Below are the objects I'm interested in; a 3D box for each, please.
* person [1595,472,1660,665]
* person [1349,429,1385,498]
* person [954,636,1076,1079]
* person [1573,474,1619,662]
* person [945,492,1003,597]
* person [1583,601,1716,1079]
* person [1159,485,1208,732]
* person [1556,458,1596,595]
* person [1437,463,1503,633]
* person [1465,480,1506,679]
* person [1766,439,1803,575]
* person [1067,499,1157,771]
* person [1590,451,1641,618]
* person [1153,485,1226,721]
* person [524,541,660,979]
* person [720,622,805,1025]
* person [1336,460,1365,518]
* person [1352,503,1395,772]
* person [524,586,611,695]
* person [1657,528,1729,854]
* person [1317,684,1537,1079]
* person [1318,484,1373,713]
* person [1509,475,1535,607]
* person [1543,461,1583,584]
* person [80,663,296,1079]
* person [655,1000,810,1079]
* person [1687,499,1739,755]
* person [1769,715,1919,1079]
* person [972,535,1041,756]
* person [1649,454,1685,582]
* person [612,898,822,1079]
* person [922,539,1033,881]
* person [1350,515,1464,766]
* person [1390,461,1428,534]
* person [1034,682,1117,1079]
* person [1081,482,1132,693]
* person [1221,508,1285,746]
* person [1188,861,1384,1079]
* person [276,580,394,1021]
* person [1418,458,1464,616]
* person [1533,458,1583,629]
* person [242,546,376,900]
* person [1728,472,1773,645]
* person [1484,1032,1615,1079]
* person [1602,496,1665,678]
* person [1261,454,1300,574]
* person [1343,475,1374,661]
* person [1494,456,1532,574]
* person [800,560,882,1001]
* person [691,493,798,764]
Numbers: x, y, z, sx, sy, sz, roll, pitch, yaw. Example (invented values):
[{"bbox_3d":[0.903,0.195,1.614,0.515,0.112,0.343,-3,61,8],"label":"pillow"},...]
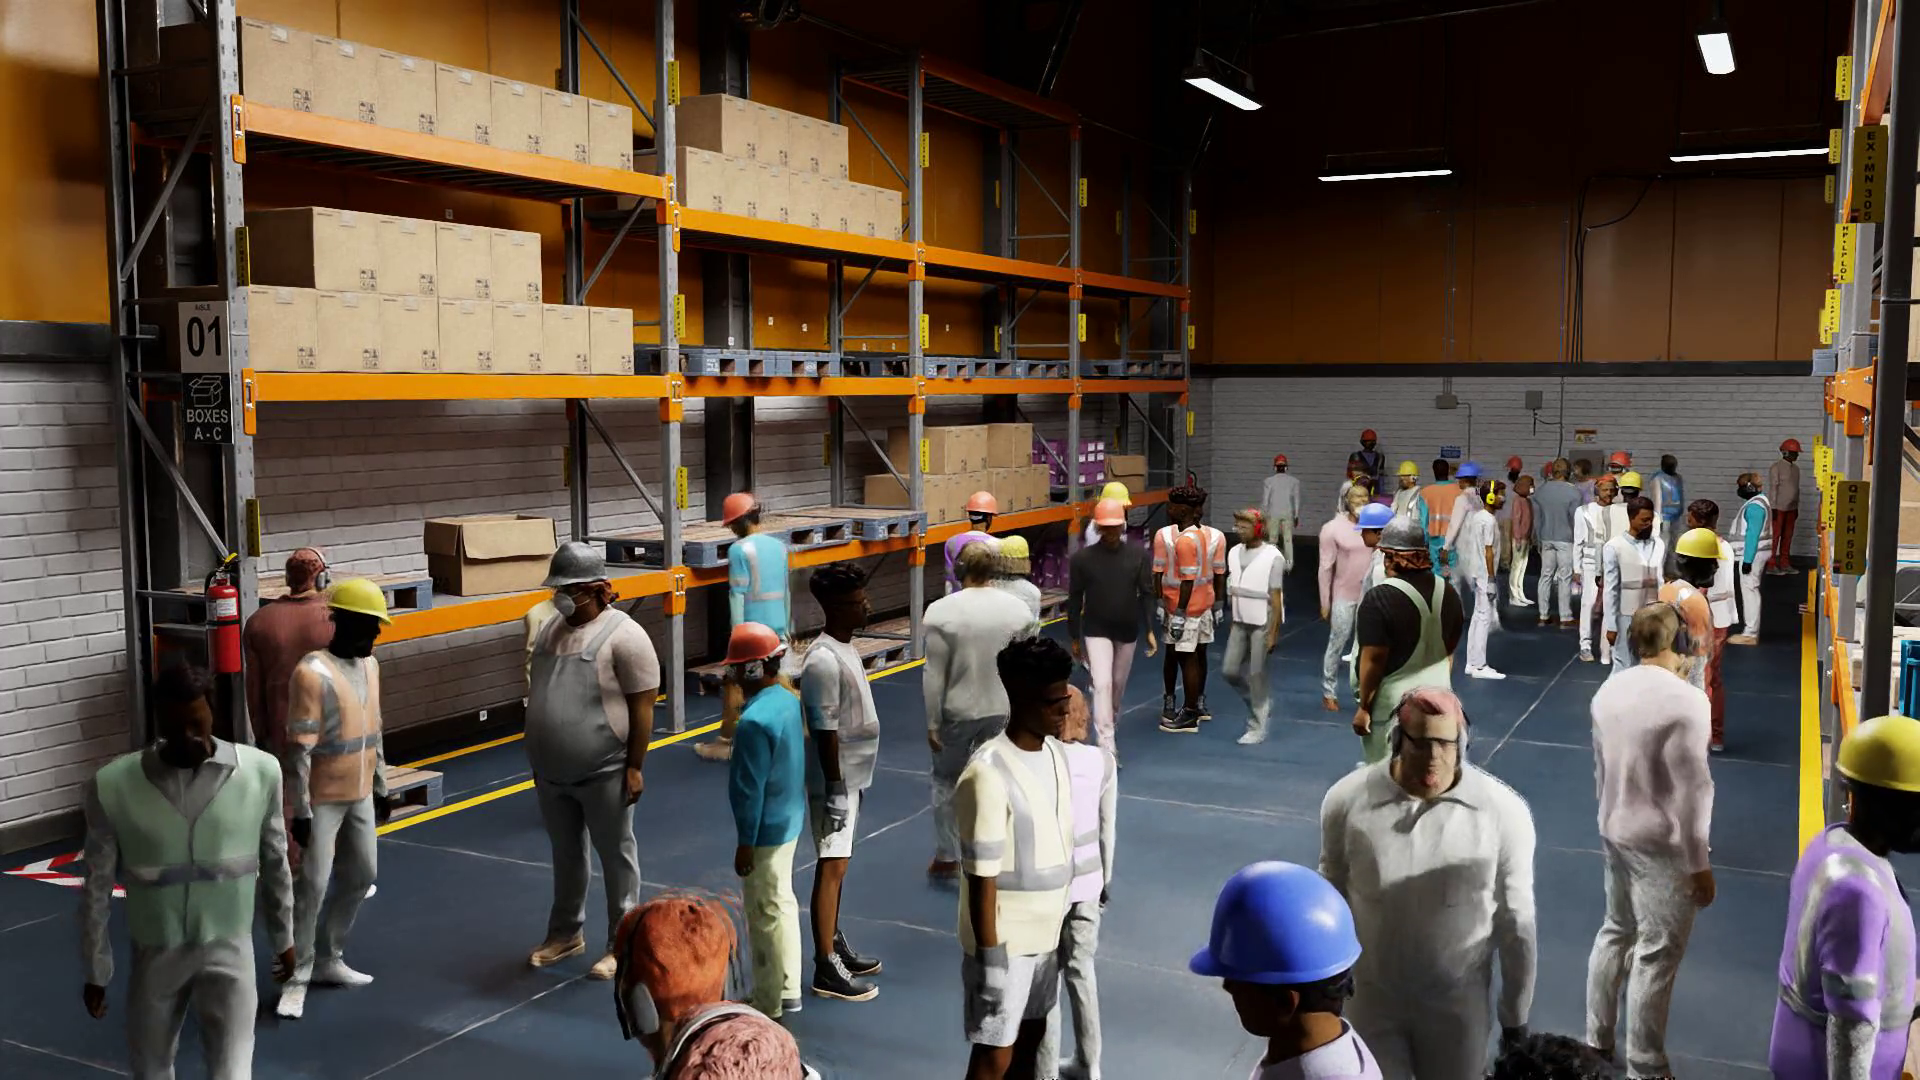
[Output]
[{"bbox_3d":[6.510,0.290,16.250,0.590,1.914,0.400,3,6,28],"label":"person"},{"bbox_3d":[6.607,-0.774,26.972,0.611,2.048,0.364,-1,5,-10],"label":"person"},{"bbox_3d":[0.196,1.275,5.440,0.401,1.954,0.607,3,6,30],"label":"person"},{"bbox_3d":[6.393,0.280,16.543,0.576,1.880,0.350,1,5,9],"label":"person"},{"bbox_3d":[0.150,0.582,13.072,0.550,1.923,0.391,2,6,25],"label":"person"},{"bbox_3d":[2.683,1.208,6.506,0.378,1.899,0.738,-1,5,-9],"label":"person"},{"bbox_3d":[1.785,0.542,13.245,0.367,1.966,0.606,1,5,13],"label":"person"},{"bbox_3d":[8.305,-0.176,21.899,0.915,1.809,0.536,-1,5,-13],"label":"person"},{"bbox_3d":[5.639,0.086,18.558,1.000,1.892,0.608,4,7,36],"label":"person"},{"bbox_3d":[4.959,0.368,15.653,0.310,1.864,0.532,0,5,4],"label":"person"},{"bbox_3d":[11.982,-0.478,24.127,0.612,1.986,0.407,-3,6,-29],"label":"person"},{"bbox_3d":[1.105,0.667,12.079,0.609,1.943,1.014,-1,5,-9],"label":"person"},{"bbox_3d":[7.686,-0.046,19.491,0.410,1.984,0.617,-5,7,-43],"label":"person"},{"bbox_3d":[1.876,0.522,13.587,0.606,1.949,0.413,0,5,0],"label":"person"},{"bbox_3d":[-1.769,1.015,7.752,0.684,2.000,0.535,3,6,30],"label":"person"},{"bbox_3d":[-0.858,1.220,7.175,0.355,1.737,0.576,1,5,11],"label":"person"},{"bbox_3d":[5.011,-0.124,21.296,0.402,1.806,0.755,2,6,25],"label":"person"},{"bbox_3d":[2.926,0.711,11.583,0.414,1.939,0.604,2,6,18],"label":"person"},{"bbox_3d":[-2.392,0.931,10.276,0.573,1.739,0.355,-3,6,-28],"label":"person"},{"bbox_3d":[4.301,0.885,9.845,0.409,1.917,0.585,1,5,7],"label":"person"},{"bbox_3d":[1.408,1.347,5.070,0.656,1.882,0.743,2,6,21],"label":"person"},{"bbox_3d":[3.310,0.493,13.957,0.635,1.940,0.358,-1,5,-11],"label":"person"},{"bbox_3d":[7.026,0.007,20.765,0.285,1.633,0.499,4,6,35],"label":"person"},{"bbox_3d":[8.302,-0.231,22.891,0.589,1.716,0.703,-2,6,-19],"label":"person"},{"bbox_3d":[-2.514,1.309,5.446,0.636,1.885,0.873,-3,6,-29],"label":"person"},{"bbox_3d":[-0.321,1.593,2.344,0.652,1.894,0.401,-4,7,-36],"label":"person"},{"bbox_3d":[5.577,0.650,12.419,0.410,1.908,0.598,5,7,42],"label":"person"},{"bbox_3d":[2.345,1.400,4.352,0.407,1.921,0.592,3,6,27],"label":"person"},{"bbox_3d":[0.318,0.819,11.664,0.499,1.713,0.845,2,6,25],"label":"person"},{"bbox_3d":[9.913,-0.305,23.273,0.699,1.803,0.434,-3,6,-33],"label":"person"},{"bbox_3d":[-0.466,1.565,2.844,0.543,1.860,0.800,5,7,42],"label":"person"},{"bbox_3d":[0.074,0.953,9.057,0.630,1.916,0.716,-1,5,-15],"label":"person"},{"bbox_3d":[2.434,0.870,9.319,0.681,2.000,0.538,-3,6,-31],"label":"person"},{"bbox_3d":[5.442,-0.046,20.276,0.404,1.831,0.600,-2,6,-25],"label":"person"},{"bbox_3d":[0.366,1.348,6.370,0.525,1.634,0.352,-4,7,-36],"label":"person"},{"bbox_3d":[1.323,0.433,14.743,0.481,1.903,0.648,4,6,35],"label":"person"},{"bbox_3d":[2.244,0.661,12.706,0.447,1.820,0.574,-4,6,-35],"label":"person"},{"bbox_3d":[0.594,1.514,2.910,0.402,1.941,0.602,0,5,4],"label":"person"},{"bbox_3d":[-2.813,1.128,7.417,0.402,1.876,0.772,2,6,19],"label":"person"},{"bbox_3d":[5.754,-0.019,19.703,0.625,1.885,0.630,1,5,9],"label":"person"},{"bbox_3d":[6.780,0.037,18.823,0.372,1.940,0.631,-4,7,-37],"label":"person"},{"bbox_3d":[-3.412,0.986,8.784,0.643,1.910,0.400,0,5,0],"label":"person"},{"bbox_3d":[8.405,0.198,17.701,0.431,1.834,0.632,3,6,26],"label":"person"},{"bbox_3d":[0.965,1.657,2.790,0.535,1.679,0.372,5,7,41],"label":"person"},{"bbox_3d":[5.195,0.608,12.864,0.603,1.904,0.386,-3,6,-27],"label":"person"},{"bbox_3d":[4.654,-0.369,24.184,0.585,1.749,0.342,-1,5,-6],"label":"person"},{"bbox_3d":[3.996,0.287,16.530,0.521,1.865,0.319,-4,7,-36],"label":"person"},{"bbox_3d":[8.079,-0.379,24.458,0.566,1.726,0.761,-1,5,-10],"label":"person"},{"bbox_3d":[-0.544,1.071,7.549,0.367,1.966,0.606,0,5,2],"label":"person"},{"bbox_3d":[-1.509,0.658,12.022,0.957,1.963,0.719,4,6,35],"label":"person"}]
